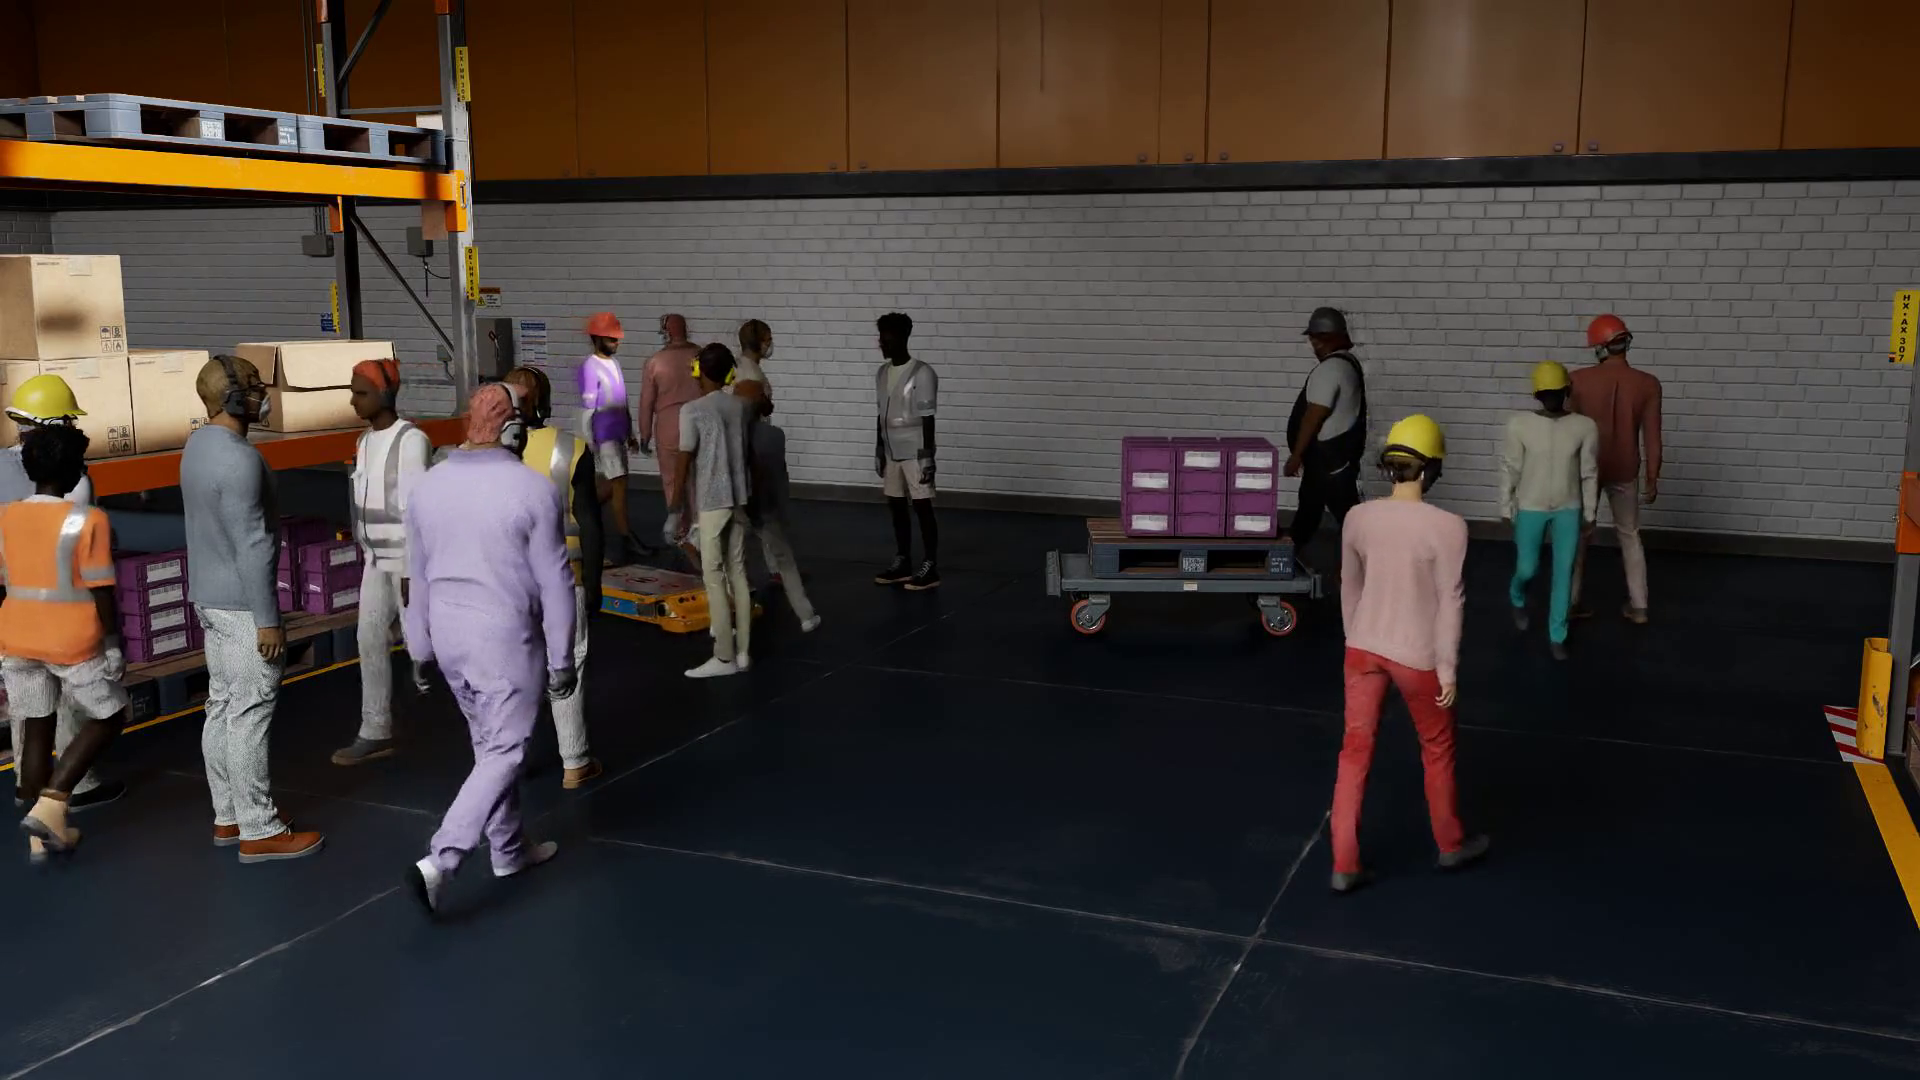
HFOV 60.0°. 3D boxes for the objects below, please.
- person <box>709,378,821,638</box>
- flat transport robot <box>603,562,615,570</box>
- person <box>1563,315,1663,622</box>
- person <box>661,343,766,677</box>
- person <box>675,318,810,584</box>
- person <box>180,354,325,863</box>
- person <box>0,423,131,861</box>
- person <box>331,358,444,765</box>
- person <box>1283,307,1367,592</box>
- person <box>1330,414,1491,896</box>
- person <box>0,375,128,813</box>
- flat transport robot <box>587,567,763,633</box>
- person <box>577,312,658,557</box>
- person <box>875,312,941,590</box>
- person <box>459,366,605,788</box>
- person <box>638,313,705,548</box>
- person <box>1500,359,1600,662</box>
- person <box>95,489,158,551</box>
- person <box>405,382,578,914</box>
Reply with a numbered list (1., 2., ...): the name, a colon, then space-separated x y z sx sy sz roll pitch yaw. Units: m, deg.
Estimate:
1. person: -1.237 -0.191 10.183 0.544 1.595 0.706 5 11 28
2. flat transport robot: -3.018 0.187 11.861 0.652 0.197 1.431 -6 11 -34
3. person: 4.151 -0.457 10.662 0.631 1.955 0.479 2 10 13
4. person: -1.371 -0.162 9.239 0.369 1.849 0.663 8 12 41
5. person: -1.564 -0.608 11.747 0.883 1.908 0.637 -3 10 -17
6. person: -2.745 0.260 6.373 0.372 1.940 0.629 -8 12 -40
7. person: -3.435 0.402 6.268 0.593 1.676 0.419 2 10 11
8. person: -2.523 0.085 7.712 0.589 1.854 0.821 8 12 41
9. person: 2.508 -0.657 11.624 0.997 2.000 0.690 4 10 21
10. person: 1.652 0.409 6.094 0.840 1.729 0.546 -9 13 -43
11. person: -3.778 0.227 6.938 0.594 1.826 0.403 4 10 24
12. flat transport robot: -2.002 0.363 10.794 1.431 0.197 0.652 8 12 40
13. person: -2.765 -0.822 13.003 0.799 1.912 0.560 2 10 11
14. person: -0.390 -0.624 11.711 0.410 1.953 0.610 -7 12 -38
15. person: -1.842 0.172 7.203 0.627 1.844 0.429 0 9 0
16. person: -2.252 -0.869 13.342 0.677 1.883 0.471 -5 10 -27
17. person: 3.434 -0.193 9.733 0.539 1.746 0.574 2 10 10
18. person: -5.308 -0.338 10.360 0.494 1.817 0.949 6 11 31
19. person: -1.699 0.383 5.867 0.677 1.871 0.813 5 11 27
